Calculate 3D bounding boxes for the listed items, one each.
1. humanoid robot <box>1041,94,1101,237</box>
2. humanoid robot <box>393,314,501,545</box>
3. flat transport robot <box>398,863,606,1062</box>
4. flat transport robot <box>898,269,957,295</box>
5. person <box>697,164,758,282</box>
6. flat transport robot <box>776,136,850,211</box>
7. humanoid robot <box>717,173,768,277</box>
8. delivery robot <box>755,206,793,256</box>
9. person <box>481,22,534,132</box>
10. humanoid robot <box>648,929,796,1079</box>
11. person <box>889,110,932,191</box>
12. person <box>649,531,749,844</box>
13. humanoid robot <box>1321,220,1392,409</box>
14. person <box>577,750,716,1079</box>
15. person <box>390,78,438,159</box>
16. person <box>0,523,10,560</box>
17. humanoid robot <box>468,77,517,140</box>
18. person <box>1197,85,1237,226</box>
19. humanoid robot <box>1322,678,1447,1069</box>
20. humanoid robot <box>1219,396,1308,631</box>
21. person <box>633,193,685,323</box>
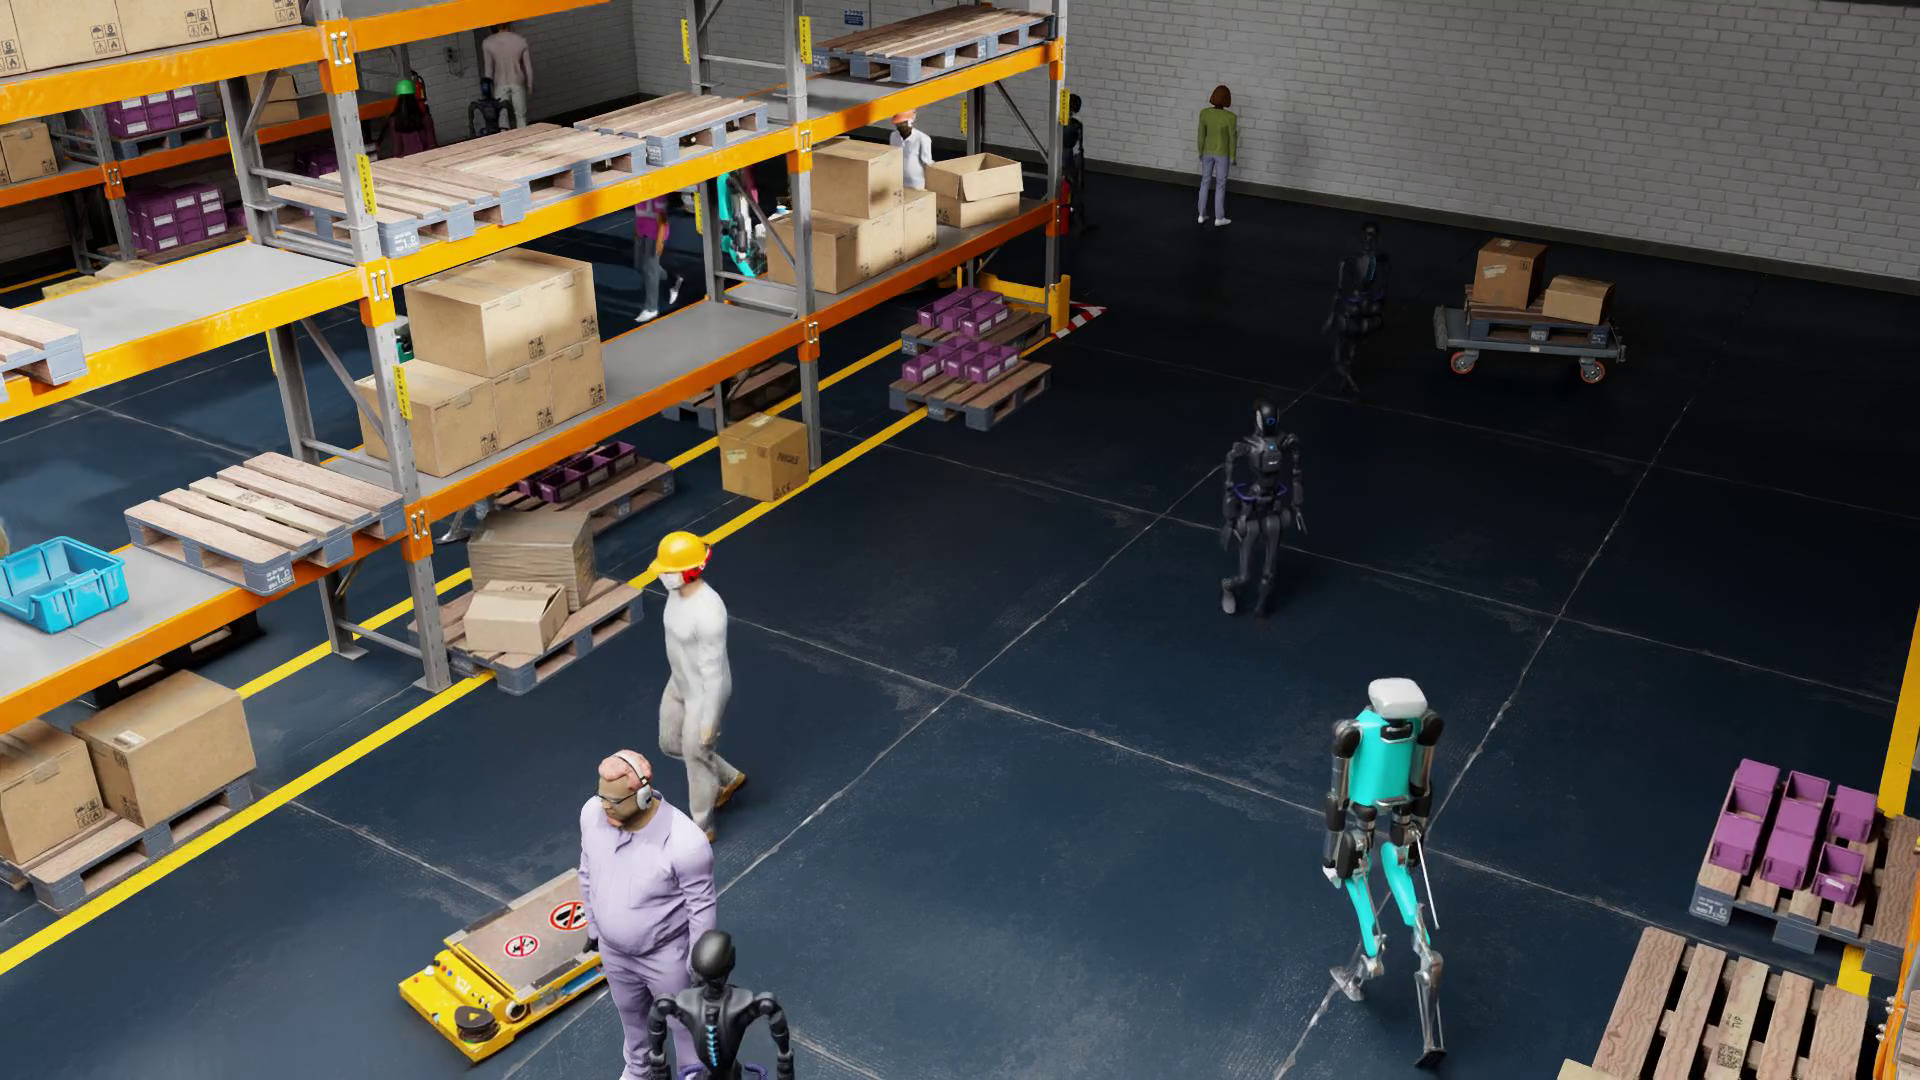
[{"bbox_3d":[1.282,-4.327,19.194,0.679,1.638,0.611,-15,31,-28],"label":"humanoid robot"},{"bbox_3d":[-3.661,-0.773,12.090,0.880,1.768,0.597,4,27,8],"label":"humanoid robot"},{"bbox_3d":[-1.980,1.997,8.264,0.659,0.231,1.431,23,35,37],"label":"flat transport robot"},{"bbox_3d":[-0.746,-2.759,17.634,1.431,0.231,0.659,-15,31,-27],"label":"flat transport robot"},{"bbox_3d":[-2.440,-3.550,17.483,0.654,1.824,0.436,3,27,7],"label":"person"},{"bbox_3d":[-1.522,-4.174,20.423,1.431,0.231,0.659,-5,27,-9],"label":"flat transport robot"},{"bbox_3d":[-2.106,-3.022,16.590,0.541,1.785,1.025,23,35,38],"label":"humanoid robot"},{"bbox_3d":[-1.974,-3.456,18.713,0.522,0.614,0.785,11,29,20],"label":"delivery robot"},{"bbox_3d":[-6.076,-6.128,22.444,0.664,1.929,0.387,-9,28,-16],"label":"person"},{"bbox_3d":[-0.901,2.163,6.380,0.583,1.655,0.334,-1,27,-1],"label":"humanoid robot"},{"bbox_3d":[-0.539,-3.974,18.425,0.569,1.719,0.516,22,34,36],"label":"person"},{"bbox_3d":[-1.402,0.806,8.826,0.544,1.887,0.577,-17,31,-30],"label":"person"},{"bbox_3d":[3.490,-1.960,14.553,0.624,1.638,0.604,-6,27,-11],"label":"humanoid robot"},{"bbox_3d":[-1.336,1.707,7.027,0.650,1.906,0.407,13,30,24],"label":"person"},{"bbox_3d":[-6.025,-4.174,18.590,0.518,1.925,0.499,-1,27,-1],"label":"person"},{"bbox_3d":[-6.296,0.142,10.330,0.619,1.691,0.875,1,27,1],"label":"person"},{"bbox_3d":[-5.570,-4.744,19.999,0.596,1.648,0.315,-5,27,-11],"label":"humanoid robot"},{"bbox_3d":[3.032,-4.538,19.629,0.506,1.632,0.274,19,32,32],"label":"person"},{"bbox_3d":[2.020,1.572,7.491,0.547,1.766,0.946,-8,28,-15],"label":"humanoid robot"},{"bbox_3d":[1.995,-0.195,11.033,0.607,1.647,0.405,-7,28,-14],"label":"humanoid robot"},{"bbox_3d":[-3.032,-3.084,16.567,0.593,1.826,0.529,-22,34,-36],"label":"person"}]
